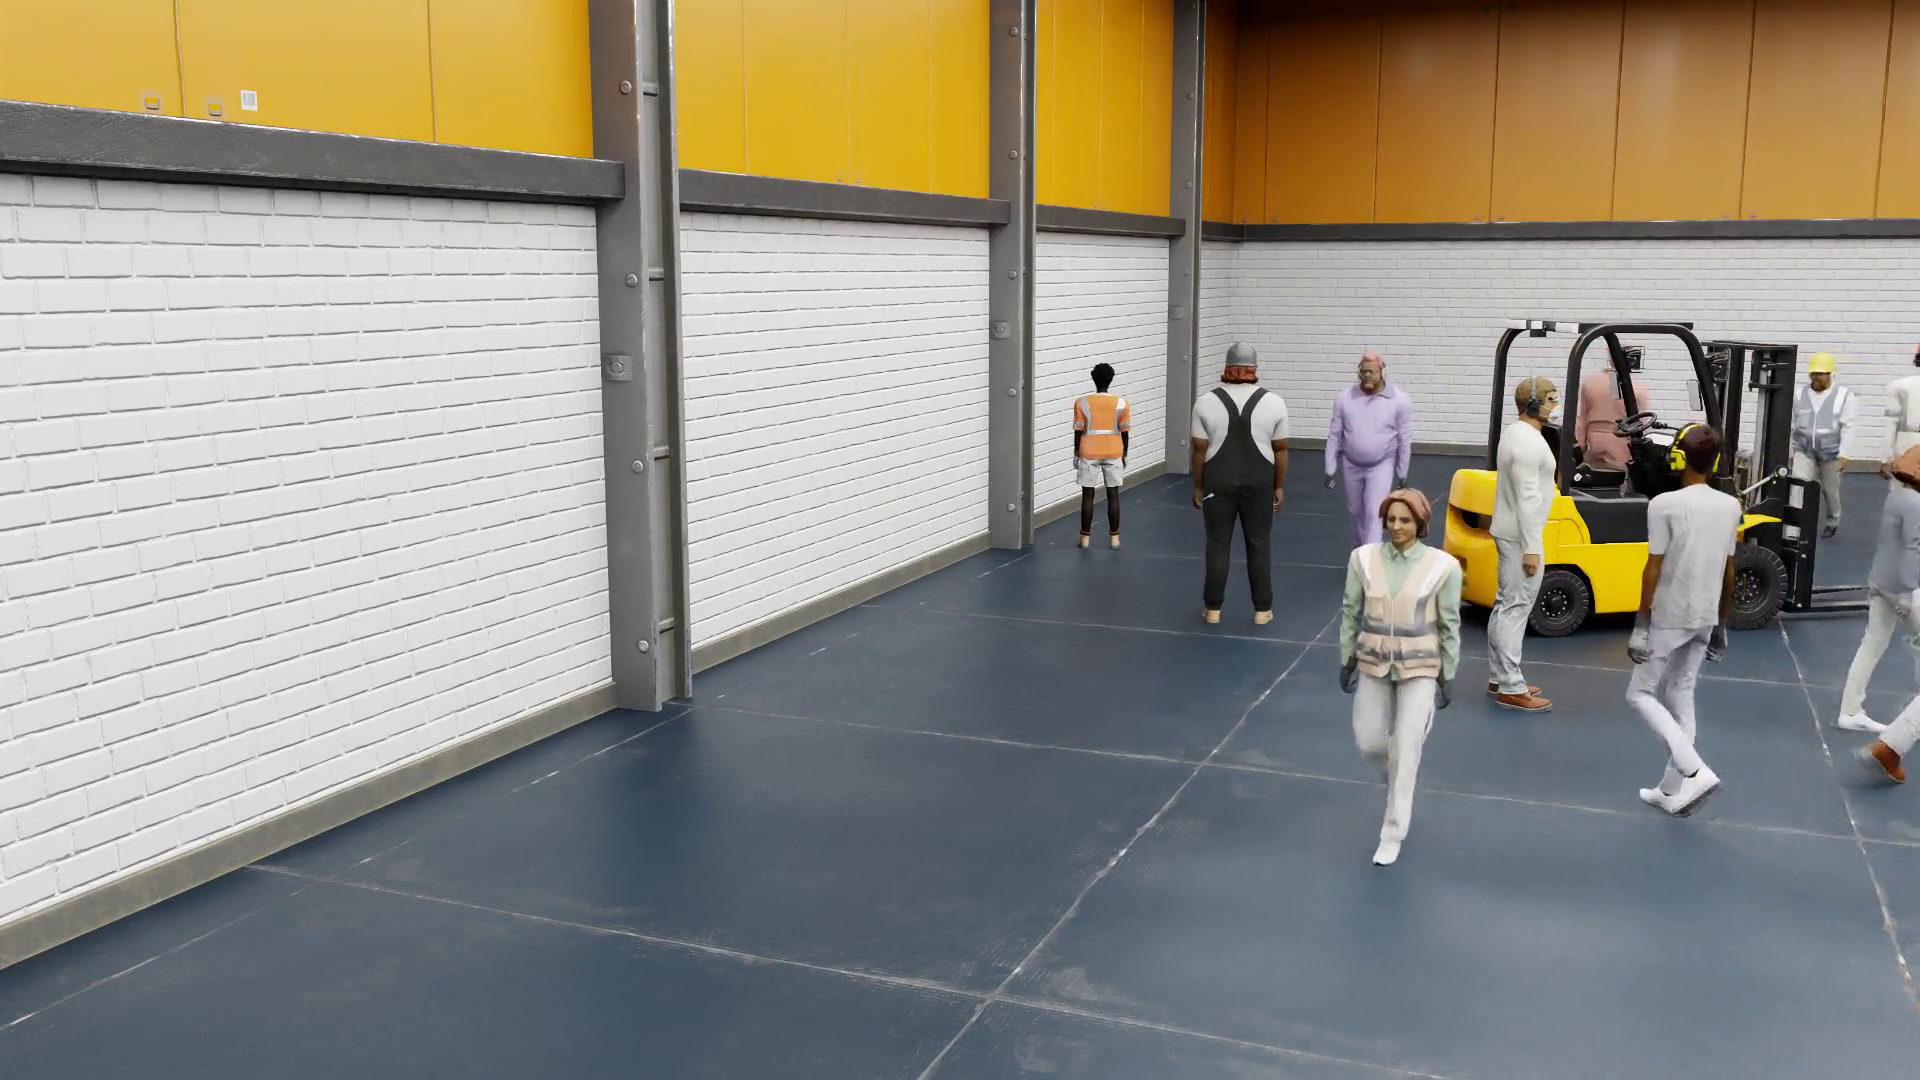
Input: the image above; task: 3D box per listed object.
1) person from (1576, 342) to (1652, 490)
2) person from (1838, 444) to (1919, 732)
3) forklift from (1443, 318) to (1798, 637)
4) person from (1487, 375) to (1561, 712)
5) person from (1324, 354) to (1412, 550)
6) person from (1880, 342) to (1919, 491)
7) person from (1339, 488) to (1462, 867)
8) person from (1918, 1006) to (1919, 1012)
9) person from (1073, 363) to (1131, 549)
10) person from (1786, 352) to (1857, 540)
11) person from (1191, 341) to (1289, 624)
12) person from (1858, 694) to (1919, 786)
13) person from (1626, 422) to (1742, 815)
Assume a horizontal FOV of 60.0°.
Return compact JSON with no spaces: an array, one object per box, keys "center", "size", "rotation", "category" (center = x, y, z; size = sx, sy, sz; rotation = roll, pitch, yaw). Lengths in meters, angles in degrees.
[{"center":[5.840,-0.808,14.778],"size":[0.480,1.890,0.685],"rotation":[-6,11,-32],"category":"person"},{"center":[5.233,0.276,9.069],"size":[0.779,1.595,0.517],"rotation":[2,10,11],"category":"person"},{"center":[4.706,-0.497,11.990],"size":[2.313,2.155,1.214],"rotation":[-2,10,-10],"category":"forklift"},{"center":[3.274,0.013,9.670],"size":[0.371,1.940,0.627],"rotation":[2,10,11],"category":"person"},{"center":[3.314,-0.591,13.594],"size":[0.653,1.856,0.977],"rotation":[5,11,29],"category":"person"},{"center":[8.109,-0.719,14.017],"size":[0.613,2.004,1.029],"rotation":[5,11,29],"category":"person"},{"center":[1.933,0.563,7.284],"size":[0.528,1.618,0.622],"rotation":[6,11,32],"category":"person"},{"center":[2.488,0.930,3.821],"size":[0.609,2.036,0.403],"rotation":[-2,10,-12],"category":"person"},{"center":[1.284,-0.758,15.095],"size":[0.531,1.690,0.319],"rotation":[0,9,-2],"category":"person"},{"center":[7.939,-0.836,15.340],"size":[0.579,1.796,0.891],"rotation":[8,12,40],"category":"person"},{"center":[2.002,-0.418,11.973],"size":[0.688,2.000,0.536],"rotation":[1,9,8],"category":"person"},{"center":[4.886,0.294,8.104],"size":[0.897,1.907,0.622],"rotation":[0,9,2],"category":"person"},{"center":[3.347,0.391,7.668],"size":[0.544,1.844,0.481],"rotation":[-3,10,-18],"category":"person"}]
